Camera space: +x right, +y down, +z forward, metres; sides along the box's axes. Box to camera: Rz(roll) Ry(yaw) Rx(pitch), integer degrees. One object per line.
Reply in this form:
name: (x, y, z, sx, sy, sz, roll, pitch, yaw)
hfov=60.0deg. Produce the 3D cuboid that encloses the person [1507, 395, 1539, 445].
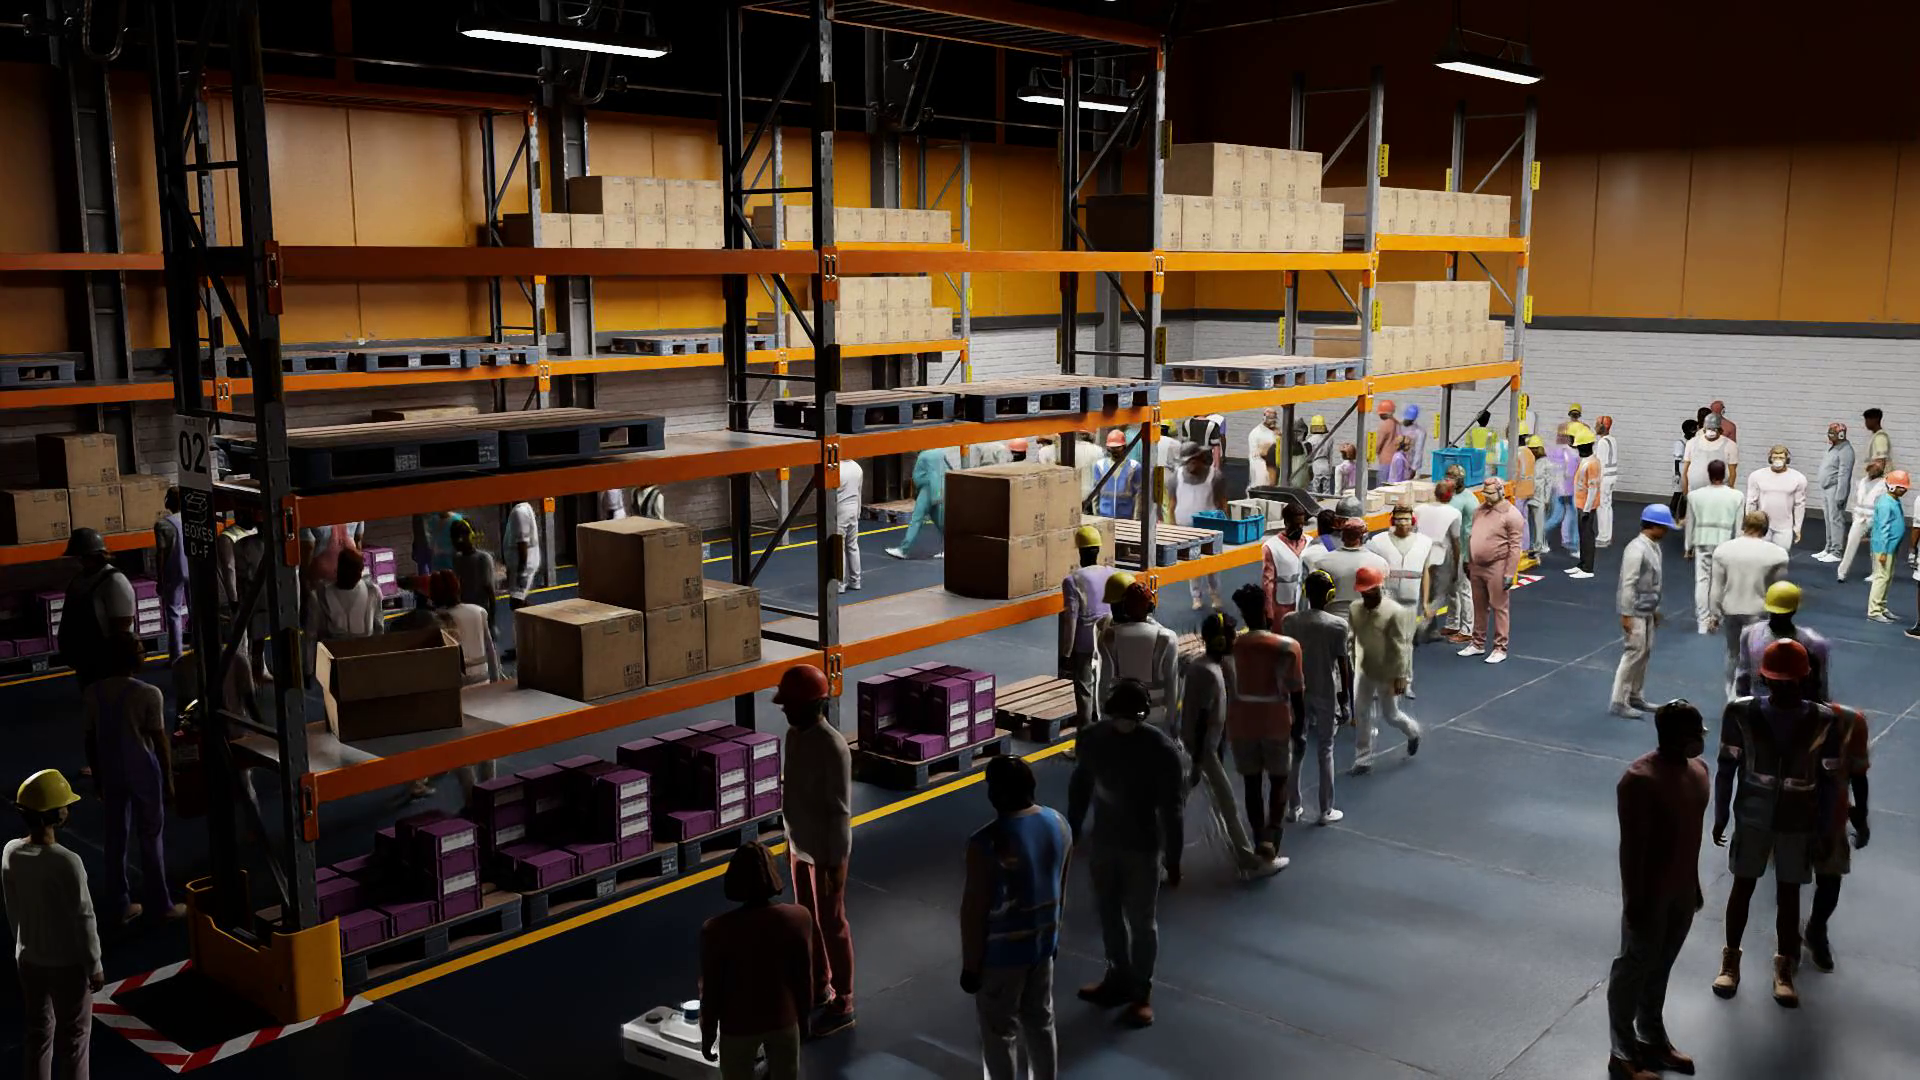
person: (9.373, -1.499, 27.740, 0.574, 1.876, 0.355, -3, 10, -18)

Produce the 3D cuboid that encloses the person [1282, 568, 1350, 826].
person: (2.564, 1.131, 12.043, 0.537, 1.869, 0.312, 5, 11, 26)

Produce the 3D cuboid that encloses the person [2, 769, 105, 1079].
person: (-4.145, 1.918, 7.653, 0.525, 1.769, 0.310, 4, 10, 24)

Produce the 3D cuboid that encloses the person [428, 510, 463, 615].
person: (-5.182, 0.376, 16.721, 0.556, 1.815, 0.553, 6, 11, 33)

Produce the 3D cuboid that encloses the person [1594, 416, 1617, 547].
person: (9.200, -0.836, 23.787, 0.350, 1.879, 0.574, 6, 11, 33)

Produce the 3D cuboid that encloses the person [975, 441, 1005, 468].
person: (0.421, -0.920, 24.742, 0.486, 1.723, 0.649, 5, 11, 26)

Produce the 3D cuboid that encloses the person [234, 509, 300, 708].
person: (-6.301, 0.579, 15.178, 0.546, 1.933, 0.381, -4, 10, -21)

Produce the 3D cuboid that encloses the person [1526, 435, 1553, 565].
person: (7.699, -0.540, 22.392, 0.483, 1.745, 0.299, 5, 11, 29)

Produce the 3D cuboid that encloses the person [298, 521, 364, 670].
person: (-6.332, 0.278, 16.628, 0.539, 2.000, 0.689, 7, 12, 34)

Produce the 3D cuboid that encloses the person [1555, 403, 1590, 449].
person: (10.038, -1.365, 27.294, 0.541, 1.759, 0.344, 1, 10, 5)

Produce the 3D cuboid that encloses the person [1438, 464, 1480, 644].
person: (5.304, 0.143, 17.783, 0.379, 1.929, 0.627, -3, 10, -15)

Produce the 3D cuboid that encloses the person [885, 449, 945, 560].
person: (-0.504, -0.648, 22.719, 1.011, 1.850, 0.673, 0, 10, -1)

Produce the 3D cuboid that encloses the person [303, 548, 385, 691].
person: (-4.879, 0.966, 13.189, 0.640, 1.816, 1.031, -4, 10, -24)

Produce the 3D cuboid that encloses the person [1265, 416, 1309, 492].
person: (4.397, -0.660, 22.224, 0.727, 2.000, 0.539, -5, 11, -26)

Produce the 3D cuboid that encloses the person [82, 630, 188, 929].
person: (-5.048, 1.463, 10.139, 0.507, 1.842, 0.339, 1, 10, 6)

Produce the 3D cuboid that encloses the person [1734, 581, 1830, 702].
person: (5.729, 1.191, 11.597, 0.639, 1.899, 0.636, -8, 12, -39)

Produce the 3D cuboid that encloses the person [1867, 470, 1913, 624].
person: (10.493, 0.073, 18.759, 0.354, 1.737, 0.576, 8, 12, 39)

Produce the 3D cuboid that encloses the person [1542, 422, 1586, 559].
person: (8.363, -0.703, 22.932, 0.575, 1.893, 0.832, -3, 10, -19)

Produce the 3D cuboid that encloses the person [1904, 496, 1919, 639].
person: (10.533, 0.105, 17.926, 0.610, 1.958, 0.367, 0, 10, 0)

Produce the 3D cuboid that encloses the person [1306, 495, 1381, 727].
person: (3.386, 0.611, 14.638, 0.684, 2.000, 0.535, 6, 11, 31)

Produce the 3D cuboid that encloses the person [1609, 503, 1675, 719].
person: (6.097, 0.625, 14.877, 0.442, 1.930, 0.630, 7, 12, 36)

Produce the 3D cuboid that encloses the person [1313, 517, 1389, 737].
person: (3.334, 0.751, 14.201, 0.642, 1.909, 0.399, 3, 10, 19)

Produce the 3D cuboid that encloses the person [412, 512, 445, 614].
person: (-5.848, 0.094, 18.236, 0.533, 1.868, 0.310, 8, 12, 40)

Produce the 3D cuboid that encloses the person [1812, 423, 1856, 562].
person: (11.865, -0.647, 22.586, 0.401, 1.900, 0.642, 2, 10, 12)

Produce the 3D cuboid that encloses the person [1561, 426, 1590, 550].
person: (8.759, -0.736, 23.532, 0.515, 1.759, 0.335, -5, 11, -26)

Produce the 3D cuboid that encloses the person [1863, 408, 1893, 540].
person: (13.437, -0.970, 24.391, 0.478, 1.939, 0.644, 6, 11, 30)

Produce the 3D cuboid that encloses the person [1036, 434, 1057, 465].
person: (1.269, -0.838, 24.536, 0.337, 1.618, 0.538, 5, 11, 27)

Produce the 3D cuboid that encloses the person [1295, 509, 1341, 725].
person: (3.226, 0.683, 14.620, 0.598, 1.908, 0.410, -3, 10, -18)

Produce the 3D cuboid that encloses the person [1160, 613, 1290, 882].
person: (1.638, 1.364, 10.849, 1.001, 1.808, 0.523, -2, 10, -10)

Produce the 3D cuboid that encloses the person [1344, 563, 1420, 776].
person: (3.375, 1.008, 13.241, 0.709, 1.713, 0.583, -8, 13, -41)

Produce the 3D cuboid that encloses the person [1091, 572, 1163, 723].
person: (1.164, 1.162, 11.746, 0.590, 1.912, 0.397, 7, 12, 38)

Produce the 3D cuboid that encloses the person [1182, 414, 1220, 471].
person: (3.685, -1.188, 25.419, 0.619, 2.029, 0.410, 5, 11, 29)

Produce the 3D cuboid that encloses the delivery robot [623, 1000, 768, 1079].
delivery robot: (-1.260, 2.434, 7.904, 0.707, 0.478, 0.477, 6, 11, 32)

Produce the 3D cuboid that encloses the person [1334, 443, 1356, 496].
person: (5.217, -0.494, 22.422, 0.514, 1.644, 0.307, -8, 12, -39)

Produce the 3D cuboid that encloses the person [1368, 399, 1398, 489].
person: (6.642, -1.231, 25.920, 0.731, 1.944, 0.614, 6, 11, 32)

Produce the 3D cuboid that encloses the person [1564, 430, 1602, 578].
person: (8.035, -0.461, 21.410, 0.382, 1.917, 0.585, 2, 10, 12)

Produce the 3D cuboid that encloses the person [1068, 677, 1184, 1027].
person: (0.866, 1.639, 8.889, 0.714, 1.921, 0.416, 7, 12, 37)

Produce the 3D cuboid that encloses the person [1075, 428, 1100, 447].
person: (2.012, -1.310, 26.952, 0.526, 1.760, 0.340, 0, 10, 3)

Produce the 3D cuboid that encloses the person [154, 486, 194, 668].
person: (-7.799, 0.374, 16.680, 0.352, 1.835, 0.518, 8, 12, 40)

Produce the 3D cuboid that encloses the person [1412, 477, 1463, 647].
person: (4.983, 0.242, 17.504, 0.712, 1.824, 0.576, -8, 12, -38)
